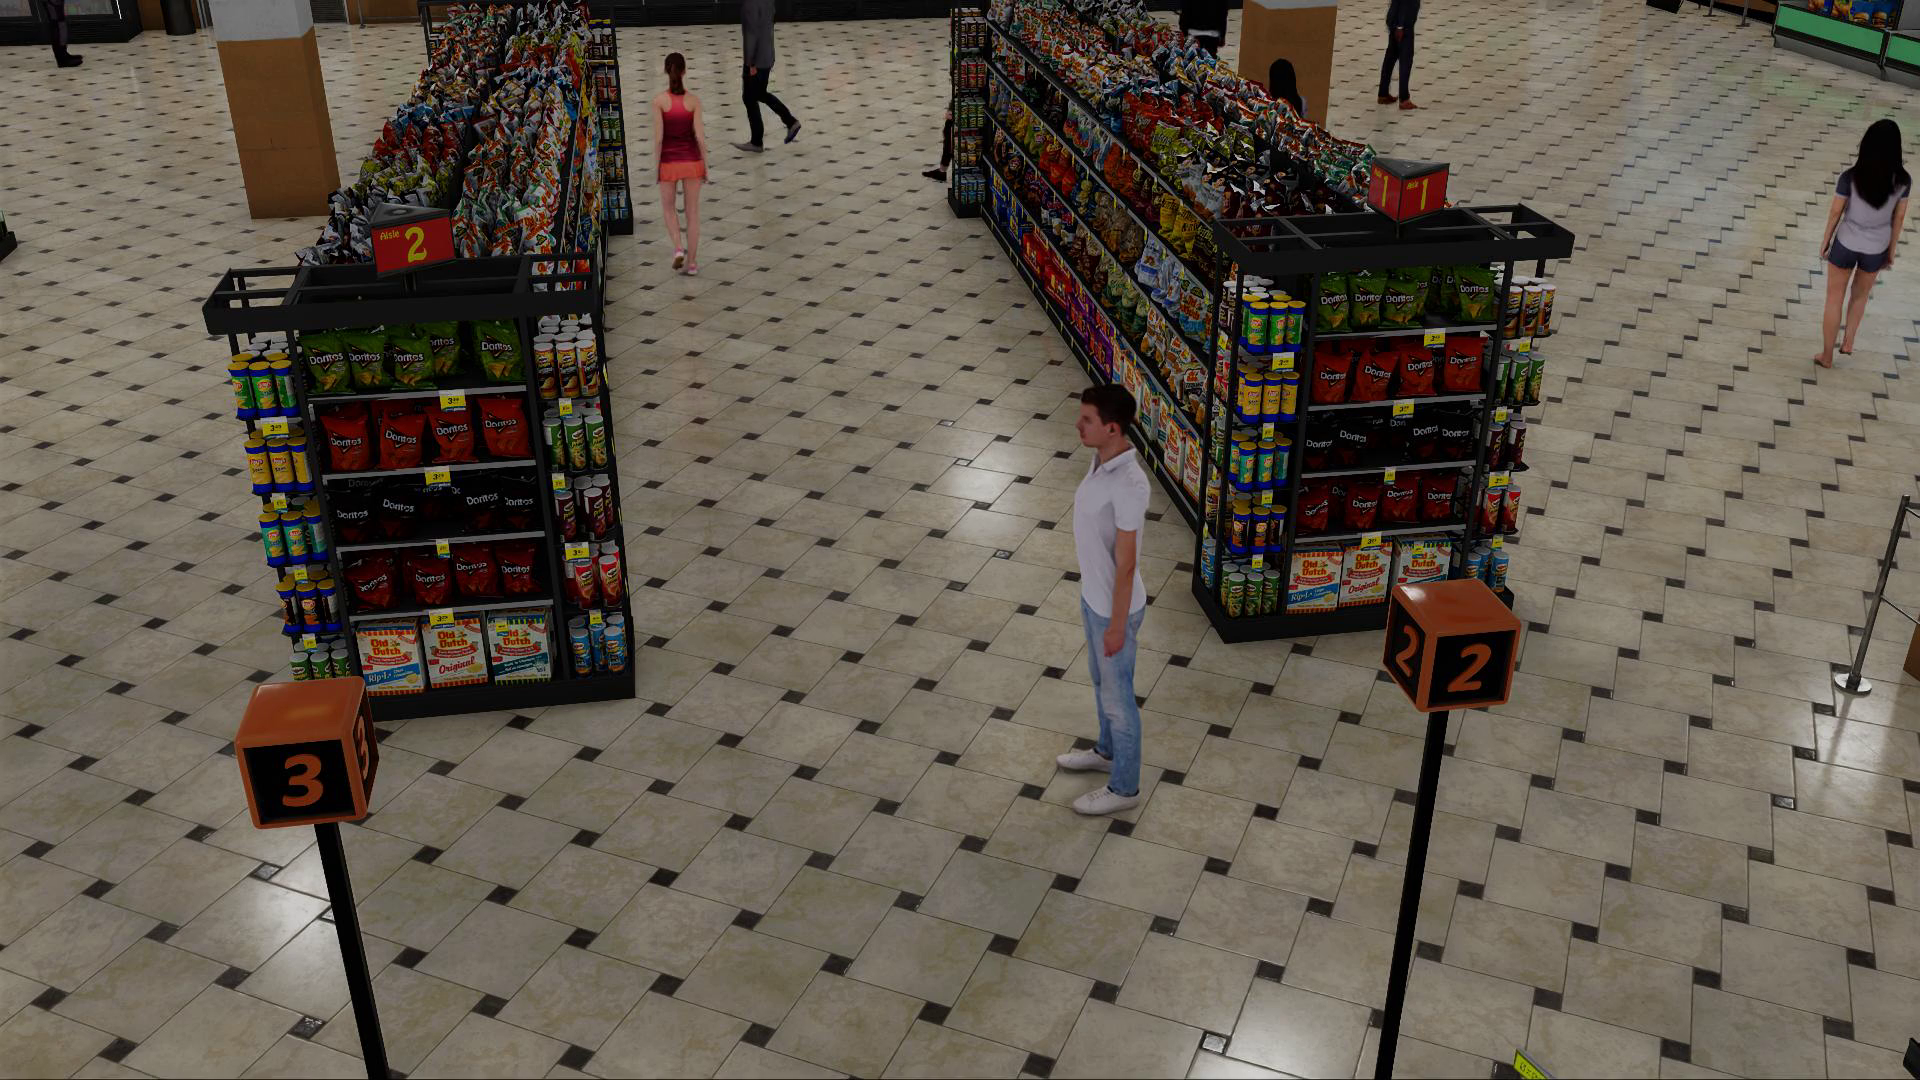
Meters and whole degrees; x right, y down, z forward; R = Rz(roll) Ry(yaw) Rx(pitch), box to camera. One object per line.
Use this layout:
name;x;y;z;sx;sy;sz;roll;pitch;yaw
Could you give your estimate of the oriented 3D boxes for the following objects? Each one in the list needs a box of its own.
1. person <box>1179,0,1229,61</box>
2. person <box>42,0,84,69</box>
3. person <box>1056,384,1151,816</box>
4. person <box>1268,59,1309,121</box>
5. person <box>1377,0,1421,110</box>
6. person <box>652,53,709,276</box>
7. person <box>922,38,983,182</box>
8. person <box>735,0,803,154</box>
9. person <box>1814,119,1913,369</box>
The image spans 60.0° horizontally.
person;2.656;-5.536;18.190;0.783;1.782;0.690;-13;30;-24
person;-11.363;-6.867;20.753;0.828;1.839;0.592;-11;29;-20
person;0.621;0.239;6.727;0.704;1.851;0.452;-4;27;-7
person;2.506;-2.835;12.955;0.618;1.701;0.621;-2;27;-4
person;4.938;-5.789;18.660;0.988;1.808;0.842;3;27;6
person;-2.199;-2.909;13.059;0.558;1.739;0.666;-4;27;-9
person;0.114;-4.047;15.617;0.666;1.454;0.756;-4;27;-8
person;-1.943;-4.820;16.697;0.999;1.856;0.992;9;28;17
person;6.093;-1.960;11.236;0.710;1.695;0.736;6;28;13
